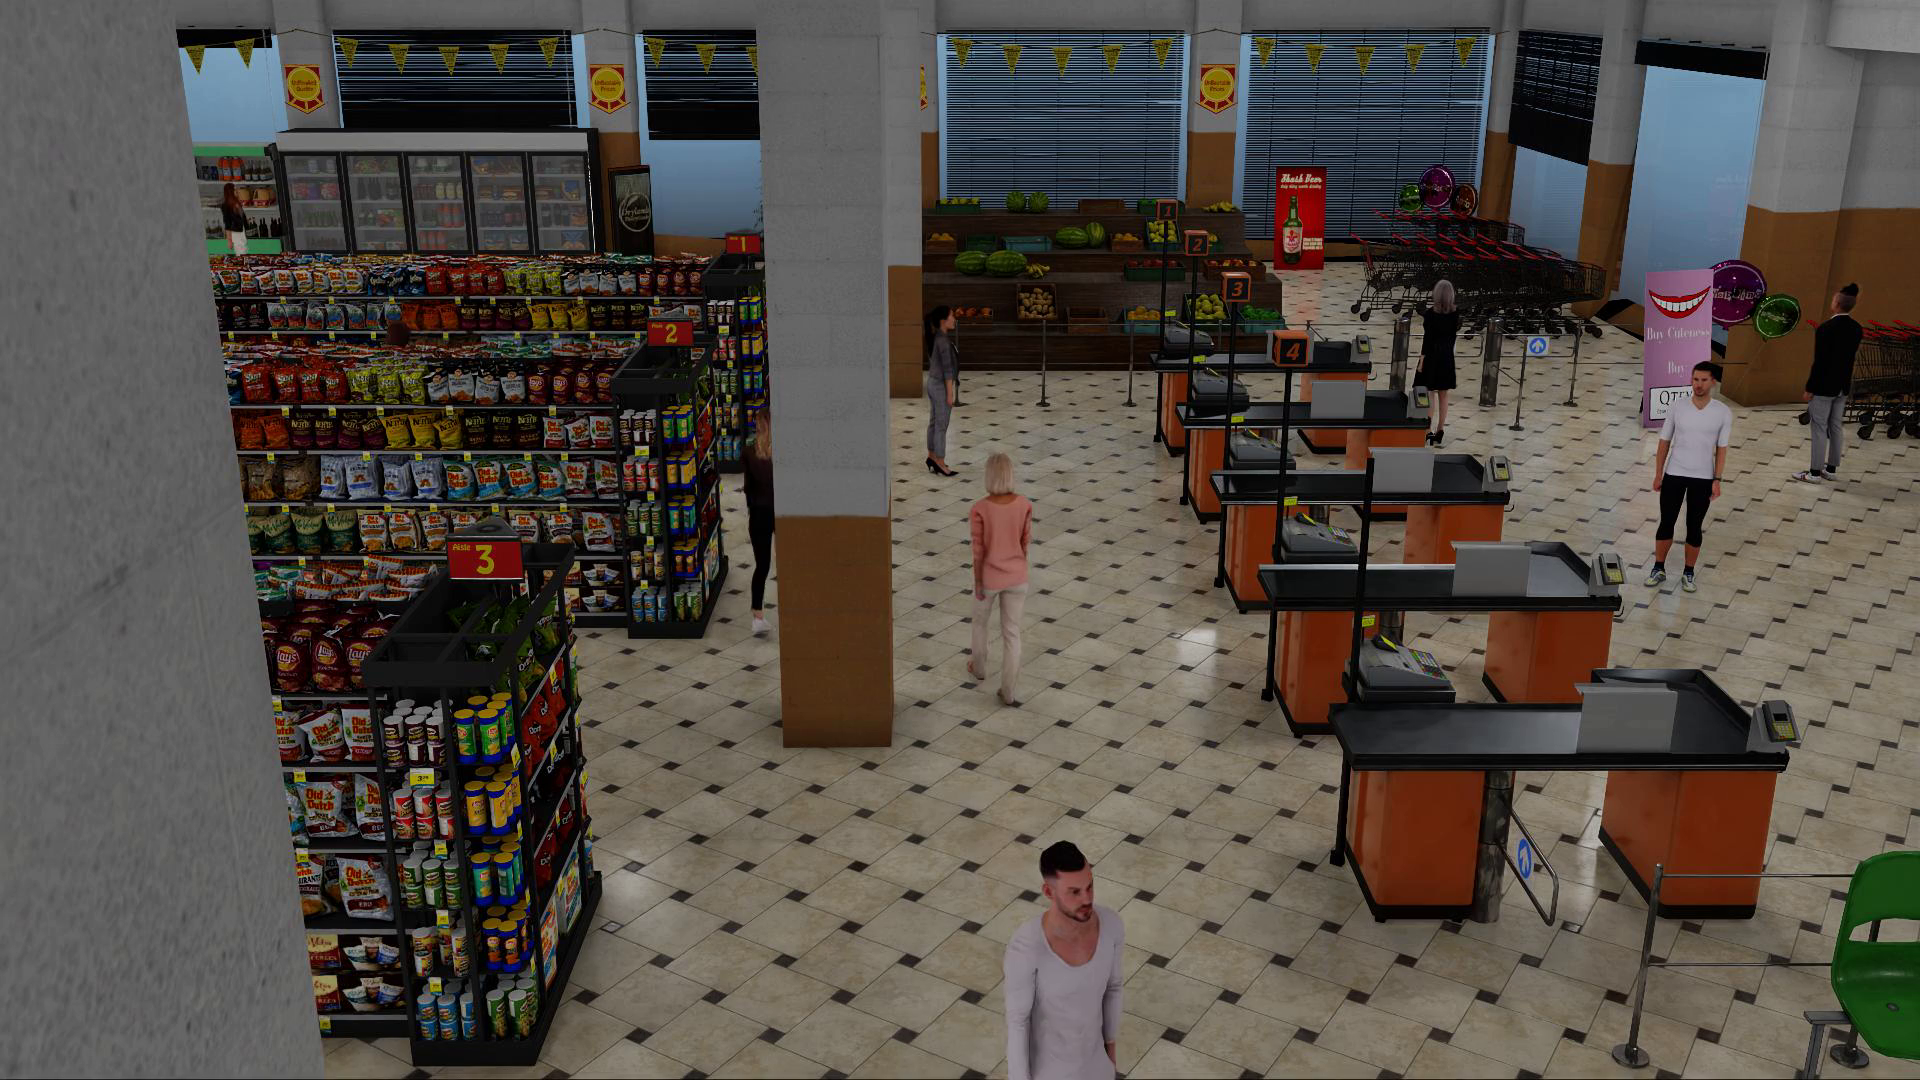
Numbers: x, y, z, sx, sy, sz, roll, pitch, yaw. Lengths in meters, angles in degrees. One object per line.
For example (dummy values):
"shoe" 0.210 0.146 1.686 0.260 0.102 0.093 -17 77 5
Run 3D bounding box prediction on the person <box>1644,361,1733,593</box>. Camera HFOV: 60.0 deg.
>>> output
"person" 5.831 -0.524 13.301 0.674 1.852 0.808 9 21 25

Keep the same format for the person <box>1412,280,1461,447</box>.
"person" 5.004 -1.867 17.449 0.624 1.747 0.737 -7 20 -21

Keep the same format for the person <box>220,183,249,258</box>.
"person" -11.381 -4.721 26.017 1.022 1.681 0.700 3 19 10

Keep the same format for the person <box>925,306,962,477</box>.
"person" -0.194 -1.475 16.395 0.679 1.677 0.693 -6 20 -17

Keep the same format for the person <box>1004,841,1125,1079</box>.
"person" 0.340 1.896 6.153 0.869 1.832 0.912 -10 21 -27

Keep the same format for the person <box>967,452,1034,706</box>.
"person" 0.295 0.283 11.147 0.897 1.699 0.785 -4 19 -11

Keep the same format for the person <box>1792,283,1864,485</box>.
"person" 8.438 -1.521 16.104 0.685 1.950 0.852 -8 20 -22
